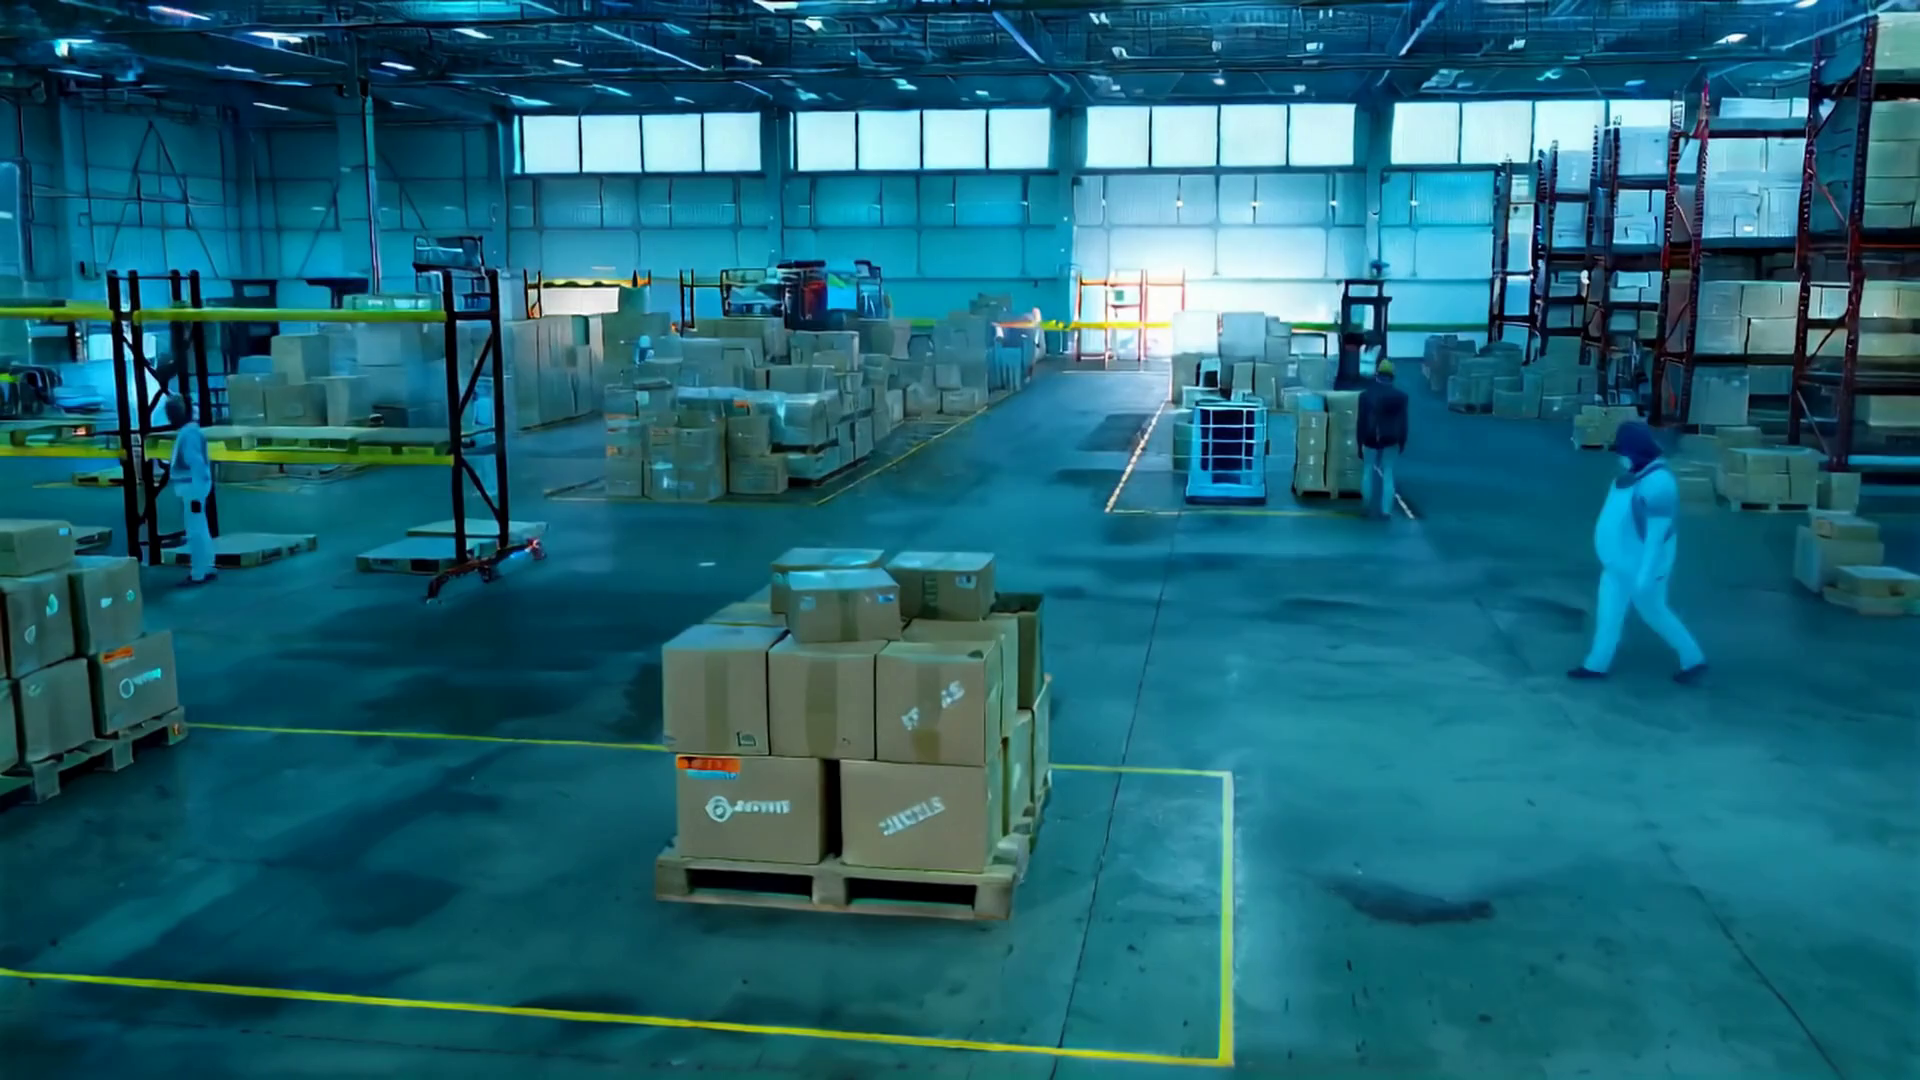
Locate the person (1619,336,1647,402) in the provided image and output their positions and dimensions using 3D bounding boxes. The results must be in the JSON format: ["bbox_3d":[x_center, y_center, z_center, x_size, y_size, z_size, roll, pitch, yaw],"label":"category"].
[{"bbox_3d":[13.052,-3.124,32.381,0.633,1.840,0.429,-6,11,-31],"label":"person"}]

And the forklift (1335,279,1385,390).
[{"bbox_3d":[9.706,-4.903,40.152,1.129,2.768,1.873,1,9,9],"label":"forklift"}]

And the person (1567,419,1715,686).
[{"bbox_3d":[5.005,0.071,12.059,0.926,2.000,0.700,0,9,-1],"label":"person"}]

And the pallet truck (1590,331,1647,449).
[{"bbox_3d":[11.253,-2.573,28.499,0.823,1.965,1.885,5,10,27],"label":"pallet truck"}]

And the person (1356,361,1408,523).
[{"bbox_3d":[5.142,-1.203,20.262,0.624,1.931,1.063,2,9,9],"label":"person"}]

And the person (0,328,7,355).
[{"bbox_3d":[-22.566,-4.140,39.092,0.318,1.696,0.538,-2,9,-9],"label":"person"}]

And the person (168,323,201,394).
[{"bbox_3d":[-17.870,-4.104,38.235,0.655,1.904,0.719,5,10,27],"label":"person"}]

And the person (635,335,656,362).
[{"bbox_3d":[-6.798,-3.604,35.970,0.515,1.636,0.315,4,10,21],"label":"person"}]

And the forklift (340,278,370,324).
[{"bbox_3d":[-15.691,-5.423,43.358,1.129,2.768,1.873,8,12,40],"label":"forklift"}]

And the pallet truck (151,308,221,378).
[{"bbox_3d":[-21.869,-5.598,47.154,0.823,1.965,1.885,4,10,26],"label":"pallet truck"}]

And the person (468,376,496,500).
[{"bbox_3d":[-6.346,-1.358,22.098,0.312,1.642,0.512,-5,10,-27],"label":"person"}]

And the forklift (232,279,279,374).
[{"bbox_3d":[-16.058,-4.570,38.102,1.129,2.768,1.873,-9,13,-43],"label":"forklift"}]

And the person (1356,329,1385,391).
[{"bbox_3d":[7.990,-3.160,32.403,0.393,1.911,0.589,-7,11,-36],"label":"person"}]

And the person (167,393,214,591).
[{"bbox_3d":[-7.333,-0.466,15.859,0.342,1.882,0.586,-6,11,-31],"label":"person"}]
